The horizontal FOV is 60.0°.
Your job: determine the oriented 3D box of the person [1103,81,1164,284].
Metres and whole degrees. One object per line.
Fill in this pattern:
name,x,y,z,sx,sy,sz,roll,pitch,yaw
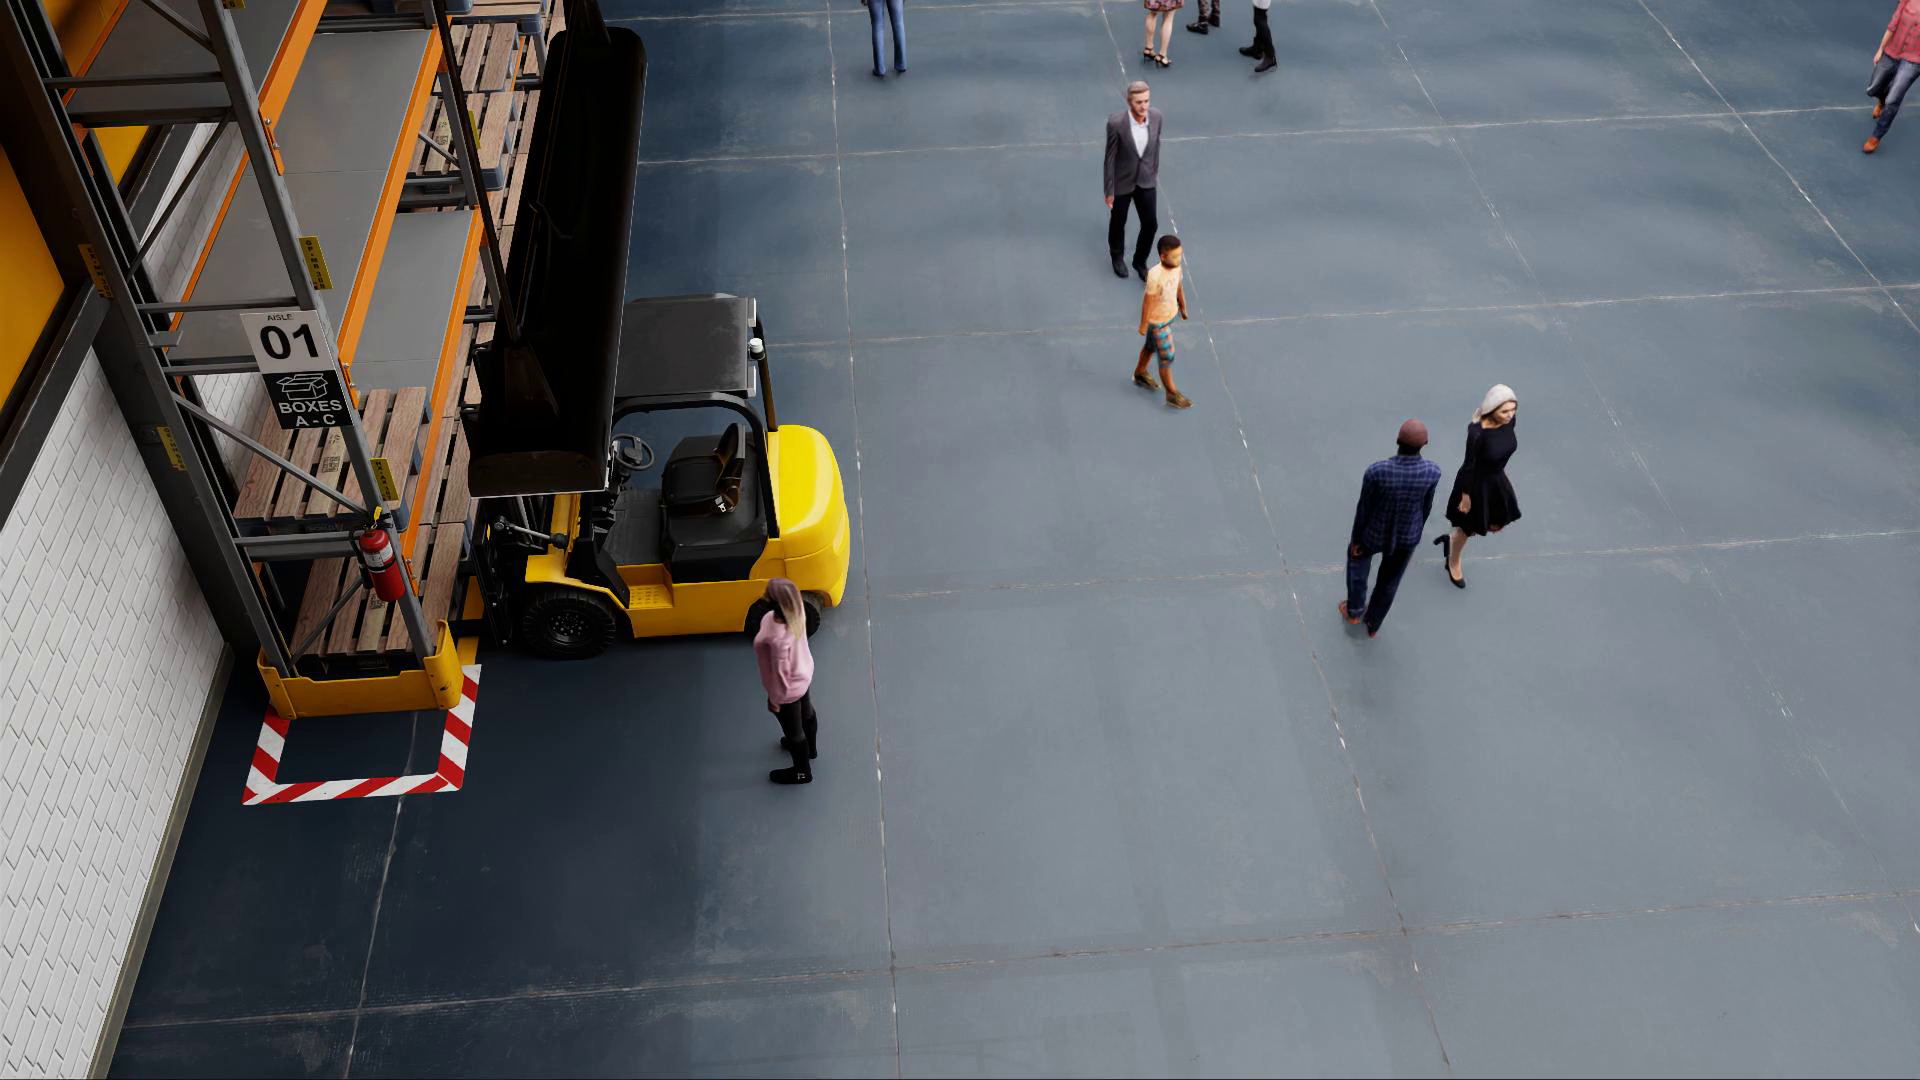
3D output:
person,1.416,-3.061,14.013,0.796,1.826,0.784,-11,45,-12

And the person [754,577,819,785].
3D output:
person,-1.017,0.836,10.023,0.718,1.688,0.576,9,44,9

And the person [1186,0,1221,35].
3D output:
person,2.619,-6.145,17.333,0.736,1.713,0.674,29,51,27

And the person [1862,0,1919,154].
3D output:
person,8.909,-4.575,15.616,1.039,1.808,1.070,34,53,31

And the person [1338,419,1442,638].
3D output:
person,2.822,-0.011,10.825,0.705,1.809,0.702,2,44,3

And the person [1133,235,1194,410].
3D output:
person,1.496,-1.753,12.920,0.915,1.442,0.870,28,50,26

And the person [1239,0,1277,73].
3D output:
person,3.084,-5.606,16.707,0.881,1.796,0.625,10,45,11

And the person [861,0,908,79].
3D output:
person,-0.751,-5.454,16.549,0.622,1.793,0.544,-6,44,-6

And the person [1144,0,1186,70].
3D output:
person,2.068,-5.625,16.744,0.796,1.773,0.863,34,53,30

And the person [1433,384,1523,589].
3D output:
person,3.457,-0.391,11.280,0.782,1.731,0.843,-26,49,-25
